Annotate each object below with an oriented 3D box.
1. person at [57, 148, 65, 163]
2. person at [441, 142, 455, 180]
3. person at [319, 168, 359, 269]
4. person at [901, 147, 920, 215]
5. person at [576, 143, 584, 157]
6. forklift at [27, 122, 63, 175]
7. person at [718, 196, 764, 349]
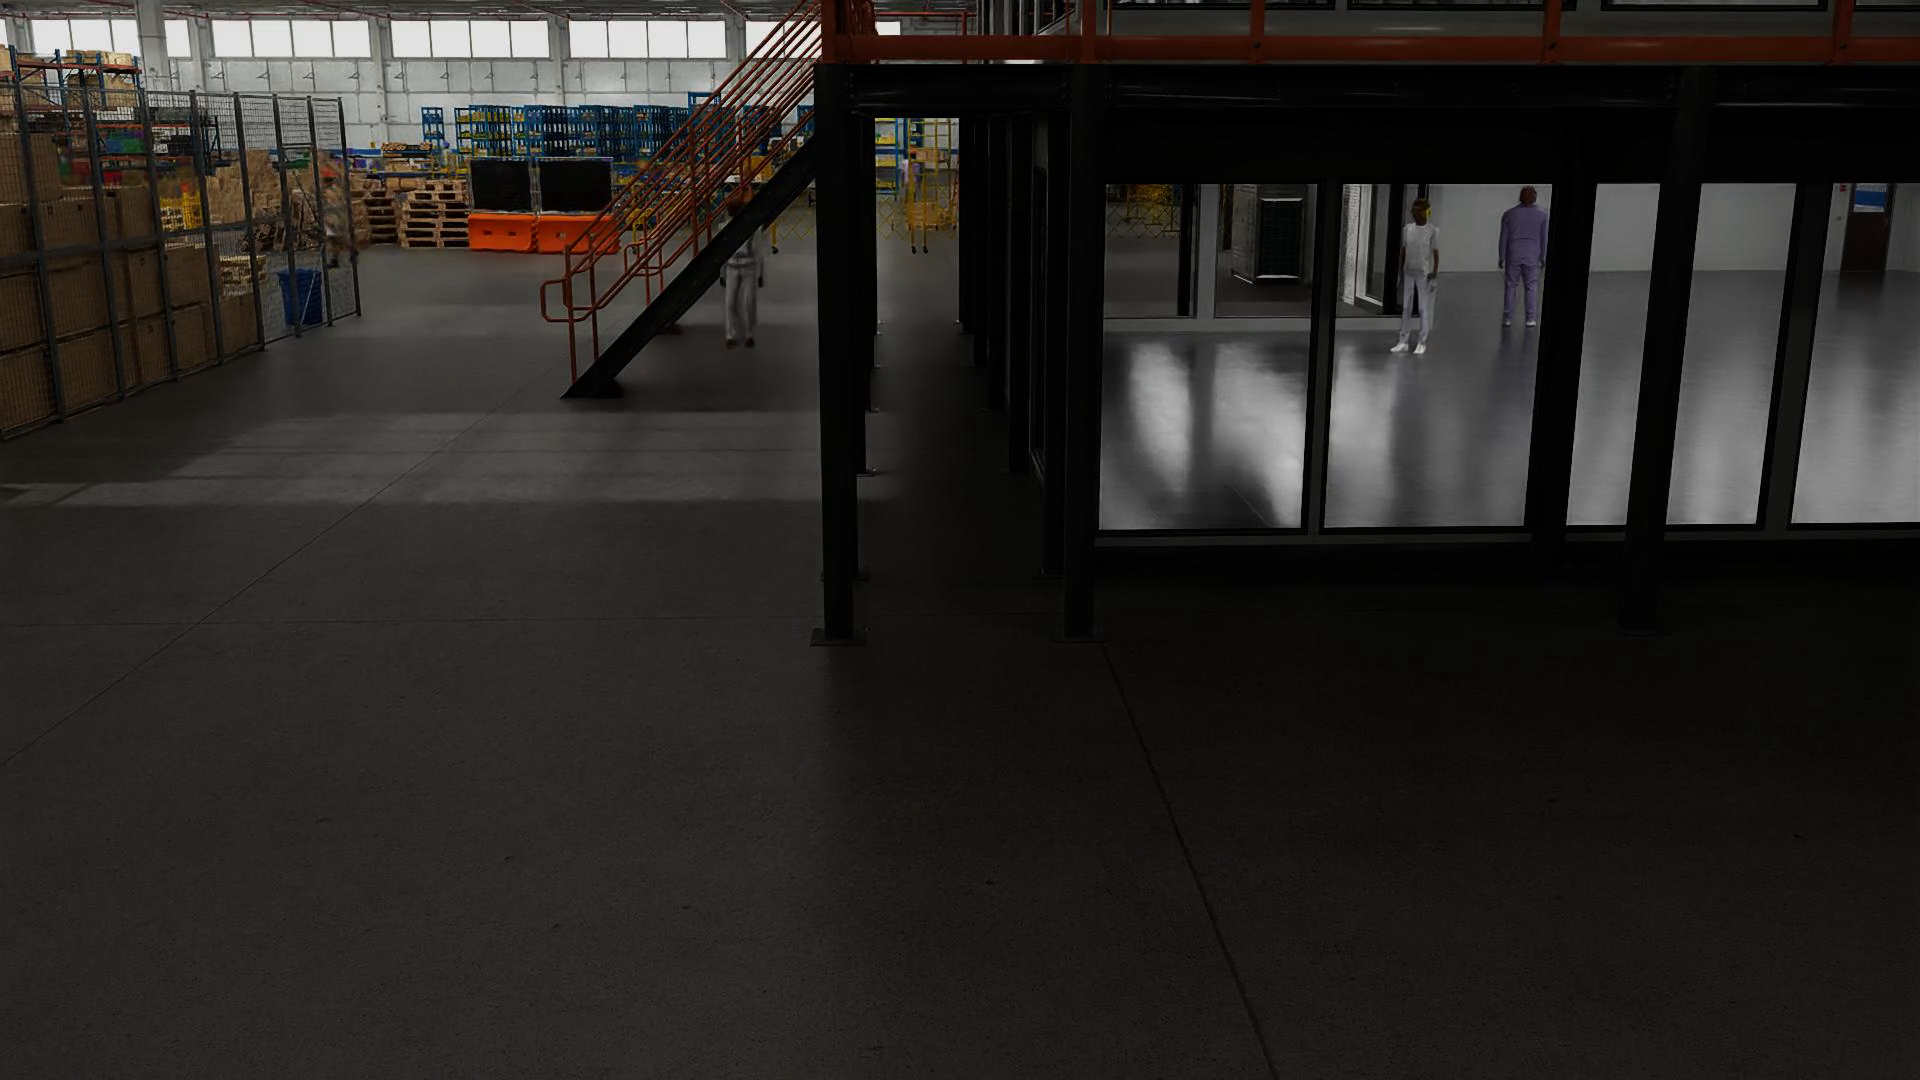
[{"bbox_3d":[-37.027,-15.181,68.261,0.660,1.769,0.829,5,15,18],"label":"person"},{"bbox_3d":[-23.958,-17.658,77.915,0.623,1.903,1.001,3,14,12],"label":"person"},{"bbox_3d":[-12.015,-6.190,32.019,0.590,1.923,0.569,-3,14,-13],"label":"person"},{"bbox_3d":[-1.487,-10.918,50.669,0.614,2.041,0.393,7,16,26],"label":"person"},{"bbox_3d":[-19.146,-19.154,84.036,0.404,1.821,0.590,-10,17,-36],"label":"person"},{"bbox_3d":[-35.376,-14.773,64.377,1.129,2.768,1.873,-1,14,-2],"label":"forklift"},{"bbox_3d":[-2.715,-3.259,20.421,0.611,1.859,0.767,2,14,7],"label":"person"}]
